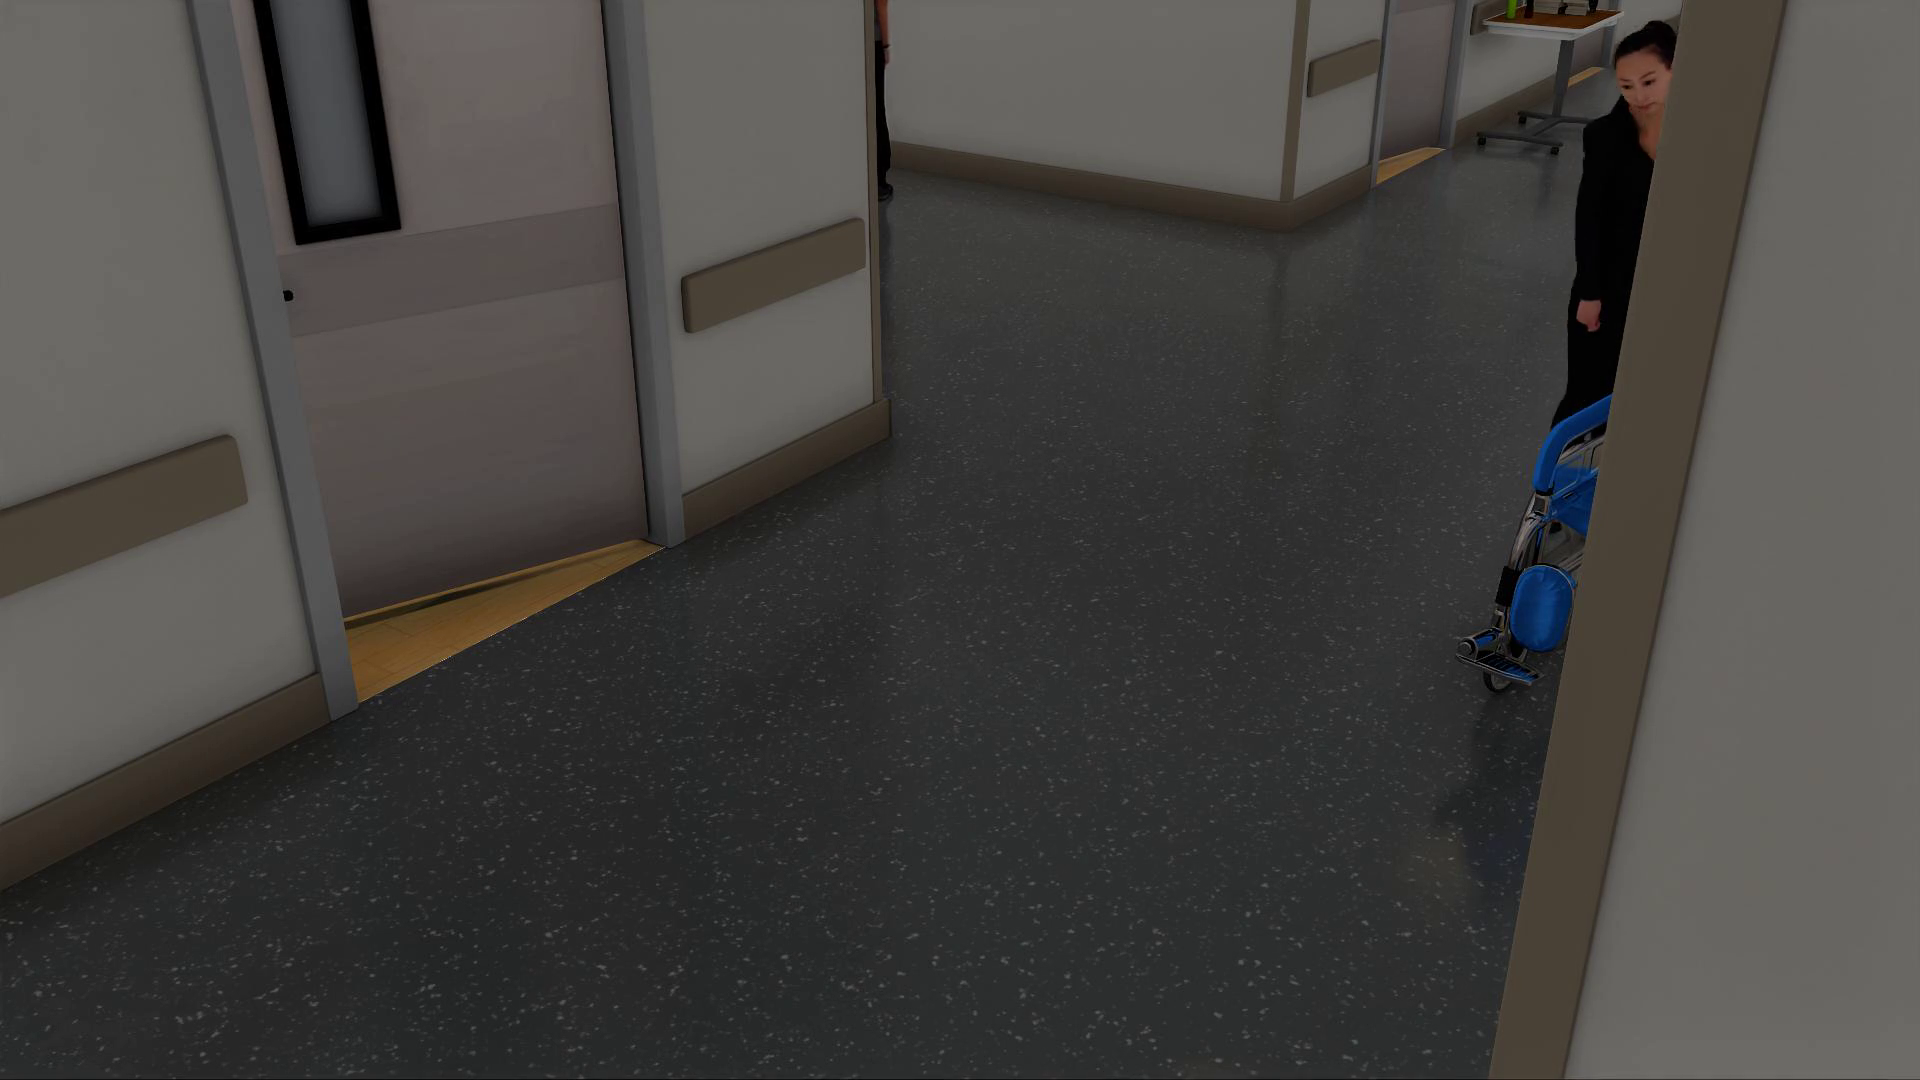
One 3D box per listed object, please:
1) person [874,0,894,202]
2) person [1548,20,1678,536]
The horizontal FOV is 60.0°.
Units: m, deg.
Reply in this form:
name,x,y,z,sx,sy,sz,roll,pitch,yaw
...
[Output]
name,x,y,z,sx,sy,sz,roll,pitch,yaw
person,-0.633,-2.840,9.555,0.713,1.754,0.746,-1,26,-2
person,2.176,-0.822,5.422,0.631,1.709,0.781,-18,31,-32
